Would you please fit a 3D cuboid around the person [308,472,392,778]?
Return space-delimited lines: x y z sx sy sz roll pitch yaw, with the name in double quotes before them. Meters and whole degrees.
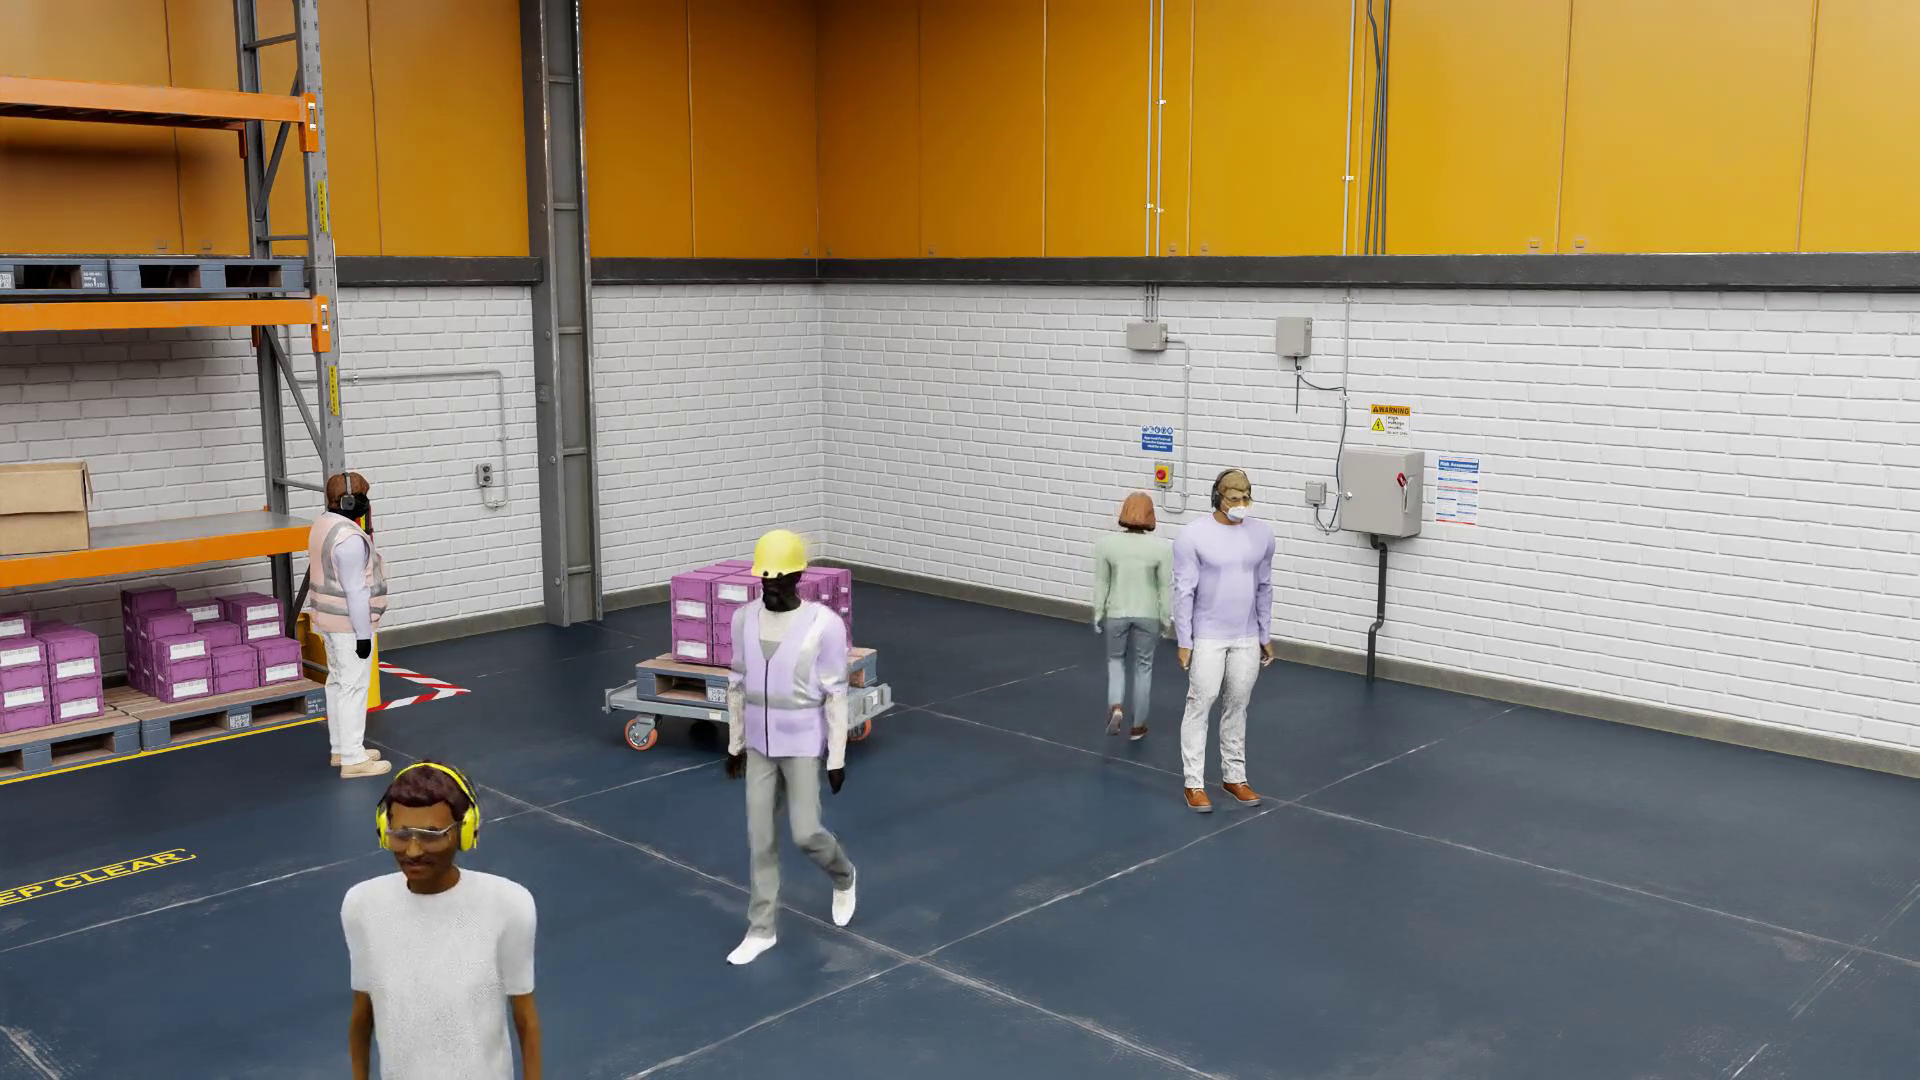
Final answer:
"person" -3.655 0.503 9.992 0.430 1.836 0.619 -7 11 -36

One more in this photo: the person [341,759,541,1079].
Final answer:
"person" -1.287 1.431 4.245 0.517 1.853 0.696 0 9 2

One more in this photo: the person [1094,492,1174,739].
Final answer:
"person" 1.111 0.497 10.659 0.515 1.616 0.419 2 10 13

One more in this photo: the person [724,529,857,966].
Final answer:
"person" -0.769 0.887 7.380 0.605 1.911 0.689 5 11 29

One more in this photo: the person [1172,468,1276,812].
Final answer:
"person" 1.490 0.553 9.354 0.630 1.937 0.373 -3 10 -20
